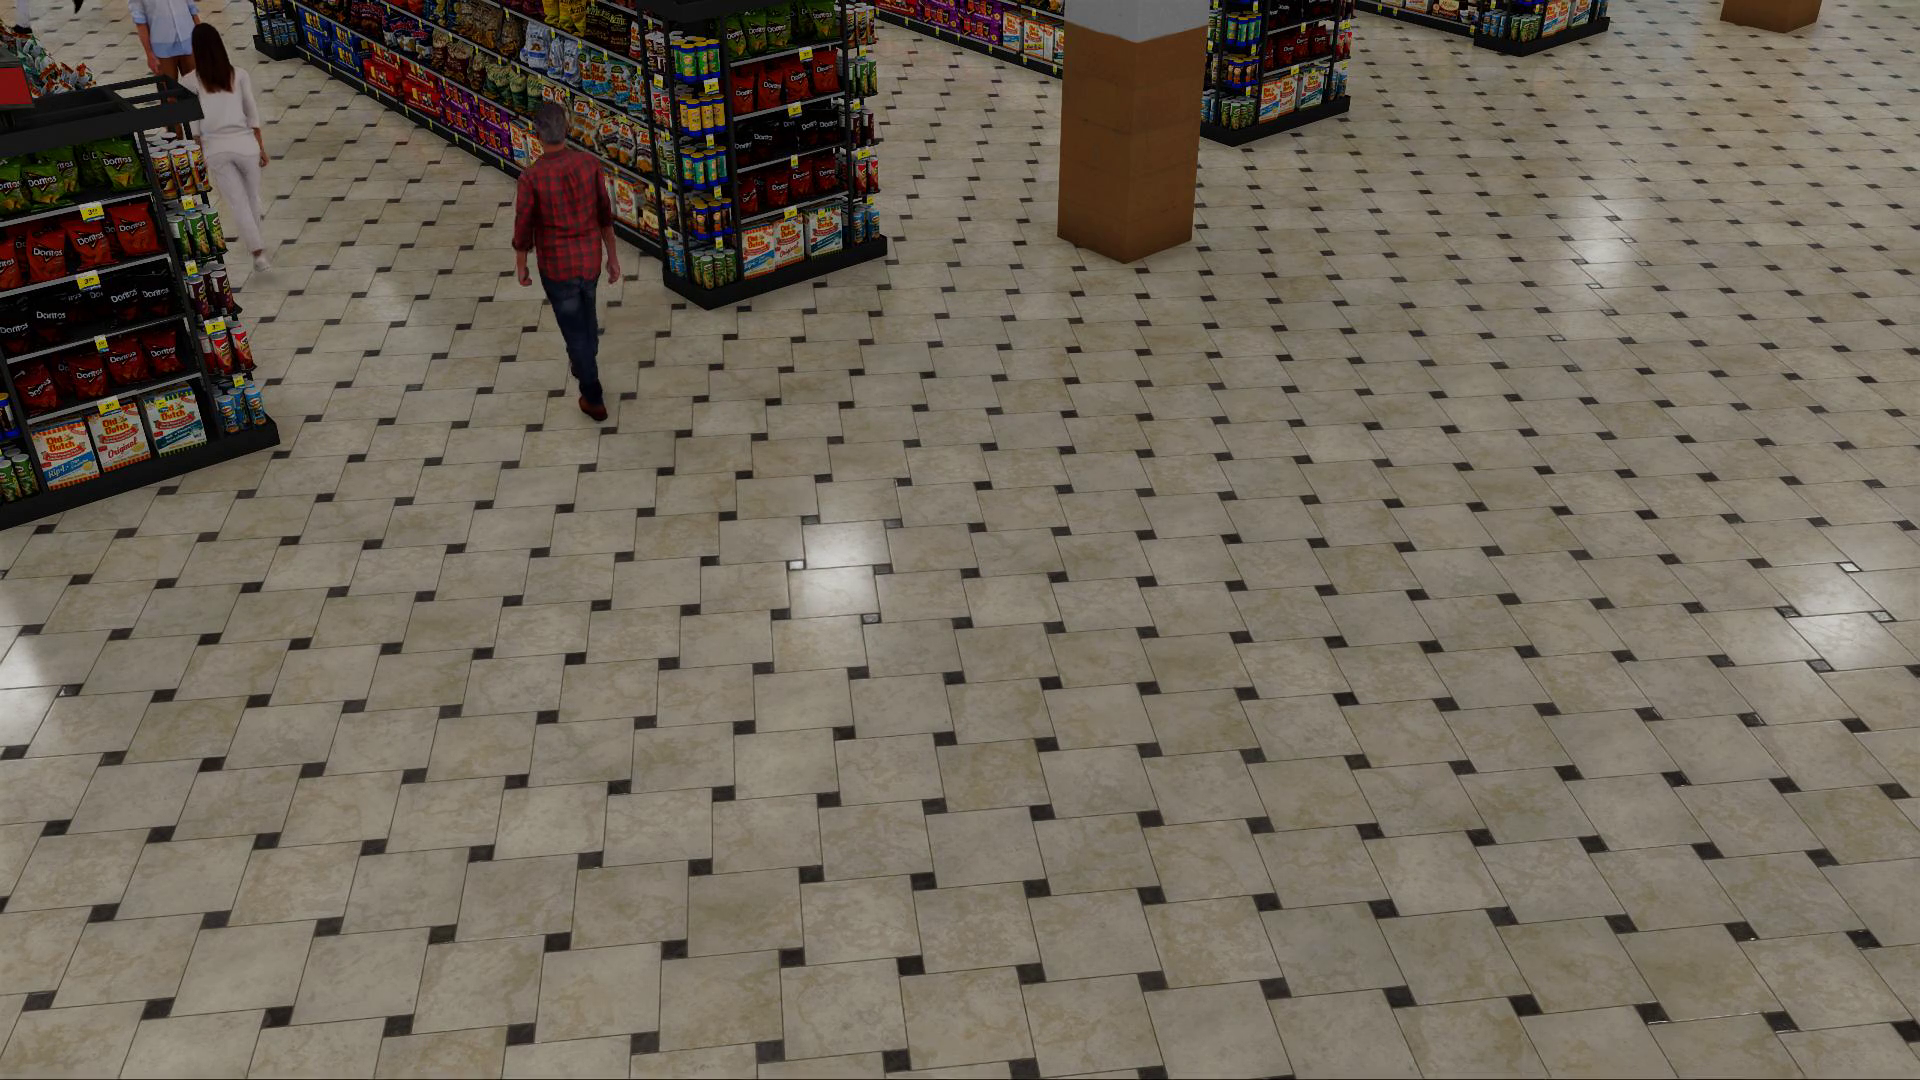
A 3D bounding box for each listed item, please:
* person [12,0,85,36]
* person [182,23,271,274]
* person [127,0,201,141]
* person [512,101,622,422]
[{"bbox_3d":[-9.245,-5.928,16.438,0.795,1.804,1.104,-25,39,-34],"label":"person"},{"bbox_3d":[-4.909,-2.605,11.240,0.697,1.655,1.088,-19,36,-27],"label":"person"},{"bbox_3d":[-6.276,-3.952,13.243,0.603,1.824,0.694,26,41,36],"label":"person"},{"bbox_3d":[-2.147,-1.521,9.352,0.729,1.809,0.894,-22,38,-31],"label":"person"}]
